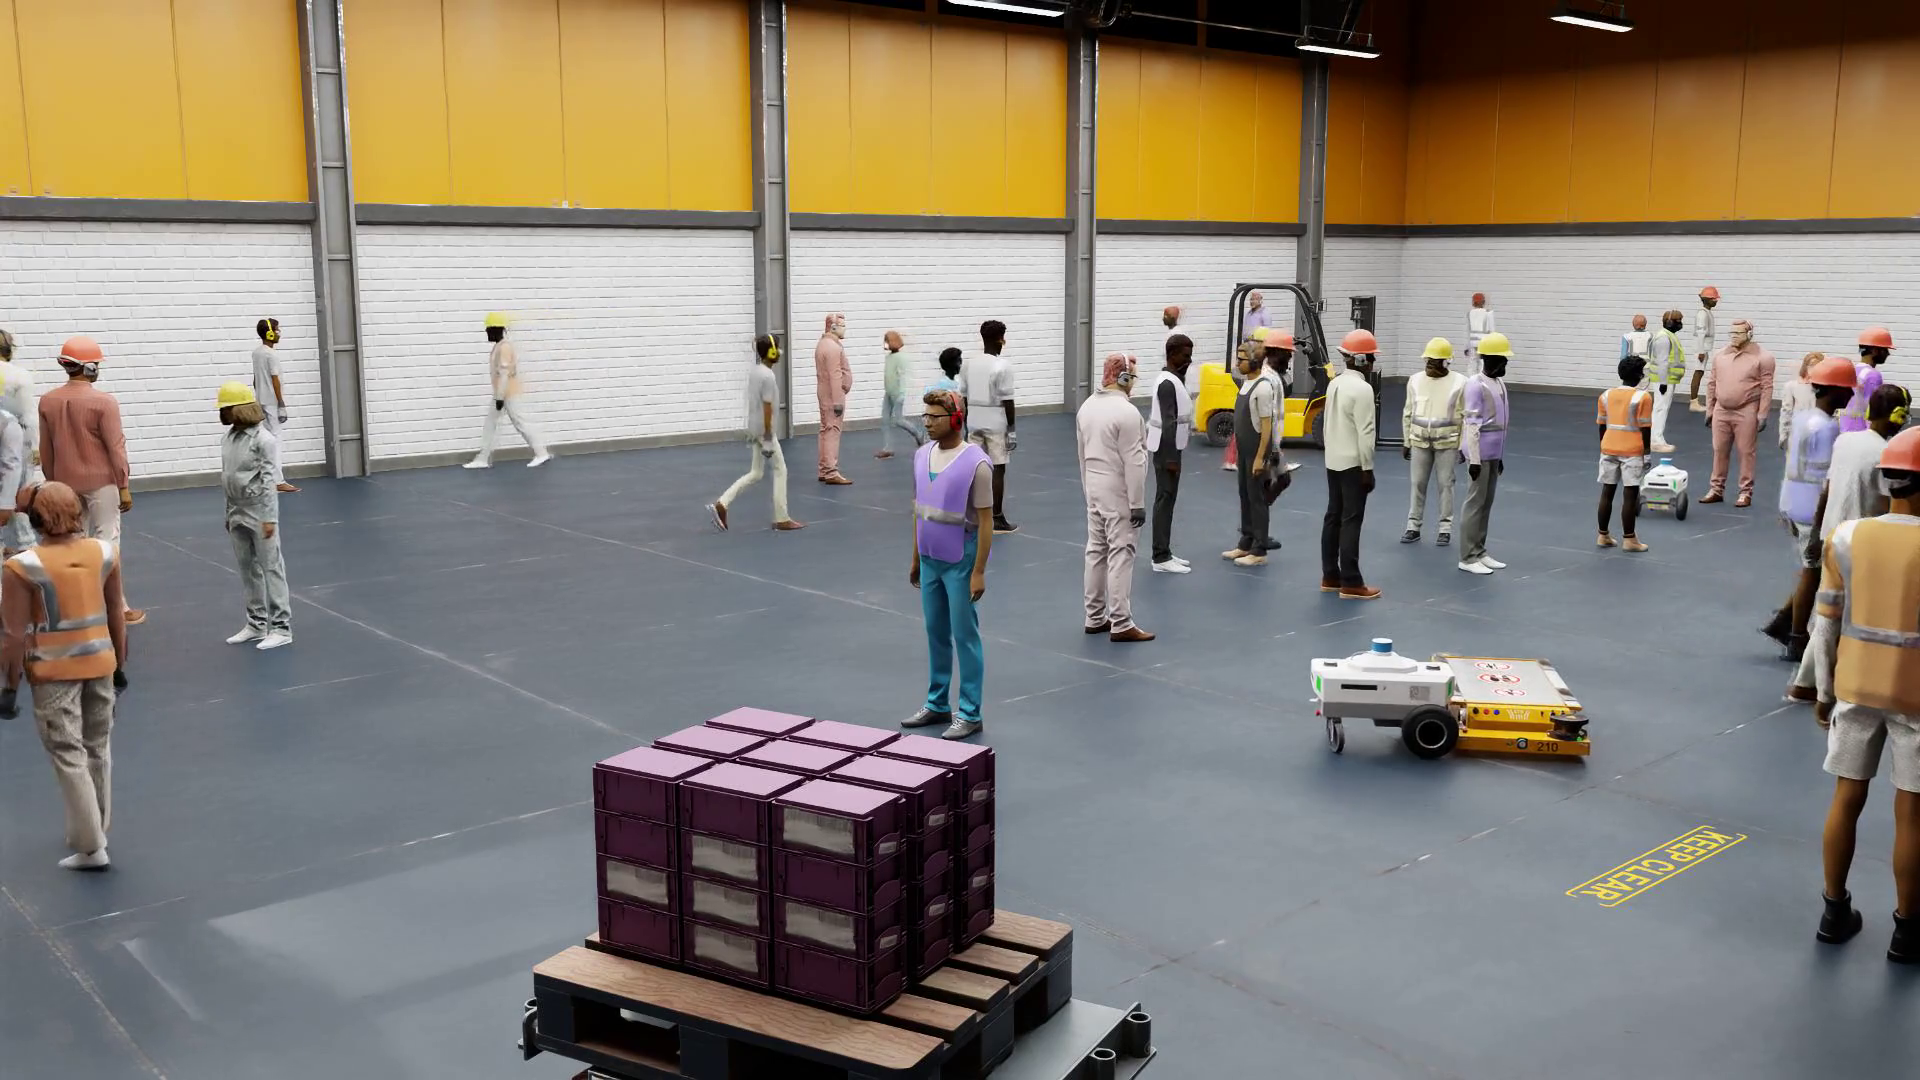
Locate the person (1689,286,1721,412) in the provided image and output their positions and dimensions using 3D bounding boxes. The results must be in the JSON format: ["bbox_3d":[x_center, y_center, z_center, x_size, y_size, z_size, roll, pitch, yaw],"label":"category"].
[{"bbox_3d":[12.151,-3.111,27.142,0.393,2.044,0.609,6,11,30],"label":"person"}]

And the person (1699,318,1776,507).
[{"bbox_3d":[7.867,-1.288,16.875,0.403,1.906,0.652,-8,12,-38],"label":"person"}]

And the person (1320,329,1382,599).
[{"bbox_3d":[2.918,-0.566,12.385,0.388,1.996,0.612,-2,10,-13],"label":"person"}]

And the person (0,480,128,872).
[{"bbox_3d":[-3.708,0.559,6.893,0.415,1.637,0.525,5,11,26],"label":"person"}]

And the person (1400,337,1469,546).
[{"bbox_3d":[4.171,-0.861,14.598,0.591,1.829,0.404,6,11,31],"label":"person"}]

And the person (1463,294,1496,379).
[{"bbox_3d":[9.291,-3.462,29.806,0.617,1.868,0.342,9,13,43],"label":"person"}]

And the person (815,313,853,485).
[{"bbox_3d":[-1.396,-1.573,18.549,0.401,1.904,0.650,-3,10,-16],"label":"person"}]

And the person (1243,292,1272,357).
[{"bbox_3d":[5.080,-3.316,28.740,0.409,1.908,0.652,-5,11,-27],"label":"person"}]

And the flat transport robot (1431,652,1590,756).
[{"bbox_3d":[2.954,0.865,9.046,0.652,0.197,1.431,2,10,10],"label":"flat transport robot"}]

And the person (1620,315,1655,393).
[{"bbox_3d":[10.372,-2.624,25.472,0.511,1.641,0.309,1,10,8],"label":"person"}]

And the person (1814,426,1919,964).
[{"bbox_3d":[3.383,0.553,6.022,0.376,1.932,0.543,-8,12,-37],"label":"person"}]

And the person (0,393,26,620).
[{"bbox_3d":[-6.844,-0.370,11.574,0.650,1.896,1.035,-8,13,-40],"label":"person"}]

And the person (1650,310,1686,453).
[{"bbox_3d":[9.183,-2.062,21.597,0.429,1.841,0.634,5,11,29],"label":"person"}]

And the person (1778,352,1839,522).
[{"bbox_3d":[8.065,-0.971,15.817,0.508,1.631,0.269,4,10,22],"label":"person"}]

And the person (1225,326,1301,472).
[{"bbox_3d":[3.527,-1.624,19.395,0.909,1.720,0.526,3,10,16],"label":"person"}]

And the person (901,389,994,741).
[{"bbox_3d":[-0.047,0.121,8.796,0.378,1.844,0.569,-8,13,-40],"label":"person"}]

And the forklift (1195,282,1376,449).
[{"bbox_3d":[4.328,-2.346,22.227,2.313,2.155,1.214,3,10,16],"label":"forklift"}]

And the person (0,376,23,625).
[{"bbox_3d":[-6.715,-0.292,11.357,0.619,1.793,0.436,1,10,8],"label":"person"}]

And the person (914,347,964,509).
[{"bbox_3d":[-0.097,-1.052,16.220,0.790,1.665,0.541,1,10,7],"label":"person"}]

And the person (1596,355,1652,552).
[{"bbox_3d":[5.716,-0.742,14.303,0.321,1.692,0.529,-6,11,-29],"label":"person"}]

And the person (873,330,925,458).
[{"bbox_3d":[-0.772,-1.832,20.905,0.627,1.610,0.511,-6,11,-30],"label":"person"}]

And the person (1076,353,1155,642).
[{"bbox_3d":[1.040,-0.282,11.001,0.409,1.903,0.639,-5,11,-28],"label":"person"}]

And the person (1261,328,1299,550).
[{"bbox_3d":[2.668,-0.856,14.307,0.429,1.917,0.570,2,10,9],"label":"person"}]

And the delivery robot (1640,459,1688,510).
[{"bbox_3d":[6.878,-0.552,16.242,0.477,0.478,0.707,6,11,31],"label":"delivery robot"}]

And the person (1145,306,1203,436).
[{"bbox_3d":[2.997,-2.366,23.417,0.979,1.833,0.596,-1,10,-3],"label":"person"}]

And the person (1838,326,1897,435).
[{"bbox_3d":[7.791,-0.869,14.336,0.376,1.932,0.551,1,10,3],"label":"person"}]

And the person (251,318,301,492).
[{"bbox_3d":[-7.398,-1.445,17.898,0.517,1.874,0.327,9,13,42],"label":"person"}]

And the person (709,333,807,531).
[{"bbox_3d":[-1.871,-0.971,15.255,0.836,1.836,0.522,-5,11,-26],"label":"person"}]

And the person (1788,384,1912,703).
[{"bbox_3d":[5.091,0.036,9.341,0.790,1.823,0.538,-1,10,-4],"label":"person"}]

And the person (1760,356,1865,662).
[{"bbox_3d":[5.323,-0.174,10.291,0.394,1.921,0.552,3,10,19],"label":"person"}]

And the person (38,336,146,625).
[{"bbox_3d":[-5.931,-0.388,11.342,0.625,1.992,0.388,2,10,11],"label":"person"}]

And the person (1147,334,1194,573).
[{"bbox_3d":[1.689,-0.701,13.419,0.391,1.913,0.587,1,10,8],"label":"person"}]

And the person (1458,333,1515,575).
[{"bbox_3d":[4.230,-0.697,13.351,0.367,1.926,0.594,7,12,36],"label":"person"}]

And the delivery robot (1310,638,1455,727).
[{"bbox_3d":[2.174,0.753,8.602,0.707,0.478,0.477,1,10,9],"label":"delivery robot"}]

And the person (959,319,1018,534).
[{"bbox_3d":[0.273,-1.036,15.220,0.613,1.963,0.362,8,13,40],"label":"person"}]

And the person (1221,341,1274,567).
[{"bbox_3d":[2.383,-0.707,13.654,0.338,1.843,0.514,-2,10,-10],"label":"person"}]

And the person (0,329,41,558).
[{"bbox_3d":[-7.939,-0.783,13.821,0.635,1.937,0.352,1,10,6],"label":"person"}]

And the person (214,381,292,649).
[{"bbox_3d":[-4.611,-0.160,10.774,0.484,1.737,0.321,5,11,28],"label":"person"}]

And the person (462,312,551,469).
[{"bbox_3d":[-5.427,-1.787,19.898,1.015,1.878,0.600,-5,11,-26],"label":"person"}]
